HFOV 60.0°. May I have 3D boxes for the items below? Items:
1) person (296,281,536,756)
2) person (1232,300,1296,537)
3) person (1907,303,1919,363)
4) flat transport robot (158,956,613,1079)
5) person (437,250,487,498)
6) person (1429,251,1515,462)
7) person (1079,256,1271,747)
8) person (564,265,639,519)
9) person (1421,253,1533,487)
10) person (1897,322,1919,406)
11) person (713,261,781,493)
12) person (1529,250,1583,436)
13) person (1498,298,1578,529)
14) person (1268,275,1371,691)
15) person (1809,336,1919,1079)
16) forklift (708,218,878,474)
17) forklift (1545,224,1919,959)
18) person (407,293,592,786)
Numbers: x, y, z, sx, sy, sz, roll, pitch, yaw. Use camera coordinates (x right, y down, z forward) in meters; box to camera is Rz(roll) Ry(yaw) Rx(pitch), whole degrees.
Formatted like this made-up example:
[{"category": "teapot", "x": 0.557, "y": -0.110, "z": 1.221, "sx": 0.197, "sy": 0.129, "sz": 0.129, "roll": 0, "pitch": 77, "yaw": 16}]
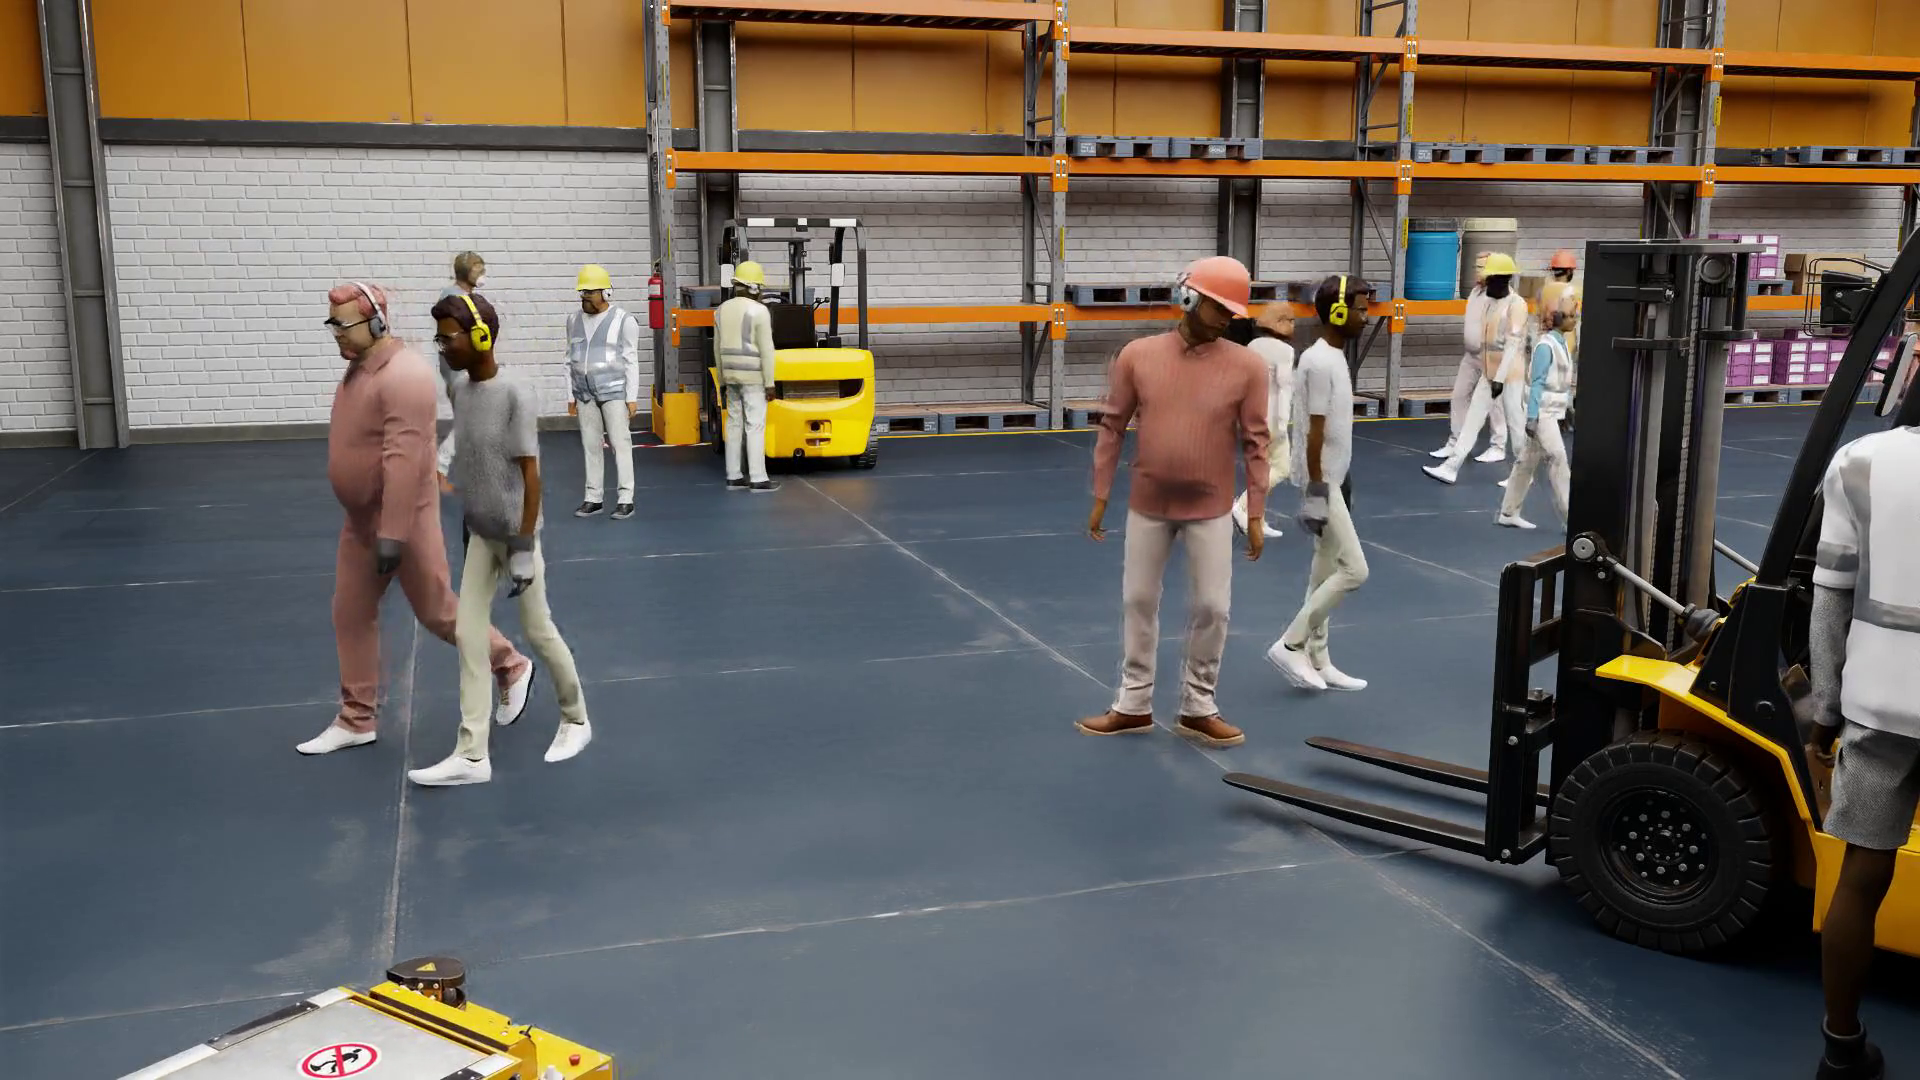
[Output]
[{"category": "person", "x": -2.191, "y": -0.103, "z": 6.646, "sx": 0.920, "sy": 1.862, "sz": 0.644, "roll": -9, "pitch": 14, "yaw": -42}, {"category": "person", "x": 1.984, "y": -0.781, "z": 11.020, "sx": 0.453, "sy": 1.614, "sz": 0.525, "roll": -5, "pitch": 12, "yaw": -26}, {"category": "person", "x": 3.360, "y": 0.080, "z": 5.690, "sx": 0.389, "sy": 1.838, "sz": 0.563, "roll": 2, "pitch": 10, "yaw": 9}, {"category": "flat transport robot", "x": -1.483, "y": 1.266, "z": 3.485, "sx": 0.652, "sy": 0.197, "sz": 1.431, "roll": 7, "pitch": 12, "yaw": 34}, {"category": "person", "x": -3.833, "y": -1.261, "z": 12.824, "sx": 0.479, "sy": 1.919, "sz": 0.652, "roll": 0, "pitch": 10, "yaw": 2}, {"category": "person", "x": 4.589, "y": -1.619, "z": 14.863, "sx": 0.785, "sy": 1.881, "sz": 0.673, "roll": -3, "pitch": 11, "yaw": -17}, {"category": "person", "x": 0.840, "y": -0.135, "z": 6.597, "sx": 0.760, "sy": 1.950, "sz": 0.373, "roll": 3, "pitch": 11, "yaw": 18}, {"category": "person", "x": -2.590, "y": -1.059, "z": 11.982, "sx": 0.596, "sy": 1.826, "sz": 0.403, "roll": 4, "pitch": 11, "yaw": 19}, {"category": "person", "x": 4.241, "y": -1.341, "z": 13.357, "sx": 0.972, "sy": 1.880, "sz": 0.607, "roll": -3, "pitch": 11, "yaw": -14}, {"category": "person", "x": 7.310, "y": -1.119, "z": 12.489, "sx": 0.432, "sy": 1.750, "sz": 0.543, "roll": -3, "pitch": 11, "yaw": -18}, {"category": "person", "x": -1.681, "y": -1.290, "z": 13.220, "sx": 0.600, "sy": 1.830, "sz": 0.403, "roll": 9, "pitch": 13, "yaw": 40}, {"category": "person", "x": 5.964, "y": -1.957, "z": 16.724, "sx": 0.978, "sy": 1.904, "sz": 0.540, "roll": -5, "pitch": 11, "yaw": -24}, {"category": "person", "x": 4.087, "y": -0.833, "z": 11.335, "sx": 0.809, "sy": 1.598, "sz": 0.537, "roll": 6, "pitch": 12, "yaw": 29}, {"category": "person", "x": 1.647, "y": -0.232, "z": 7.339, "sx": 0.373, "sy": 1.855, "sz": 0.568, "roll": 3, "pitch": 11, "yaw": 16}, {"category": "person", "x": 2.206, "y": 0.383, "z": 3.753, "sx": 0.374, "sy": 1.939, "sz": 0.545, "roll": -8, "pitch": 13, "yaw": -37}, {"category": "forklift", "x": -1.522, "y": -1.778, "z": 14.899, "sx": 1.214, "sy": 2.155, "sz": 2.313, "roll": -3, "pitch": 11, "yaw": -17}, {"category": "forklift", "x": 2.909, "y": 0.117, "z": 4.508, "sx": 2.313, "sy": 2.155, "sz": 1.214, "roll": 9, "pitch": 14, "yaw": 40}, {"category": "person", "x": -1.719, "y": -0.006, "z": 6.258, "sx": 0.558, "sy": 1.823, "sz": 0.781, "roll": 7, "pitch": 13, "yaw": 35}]
